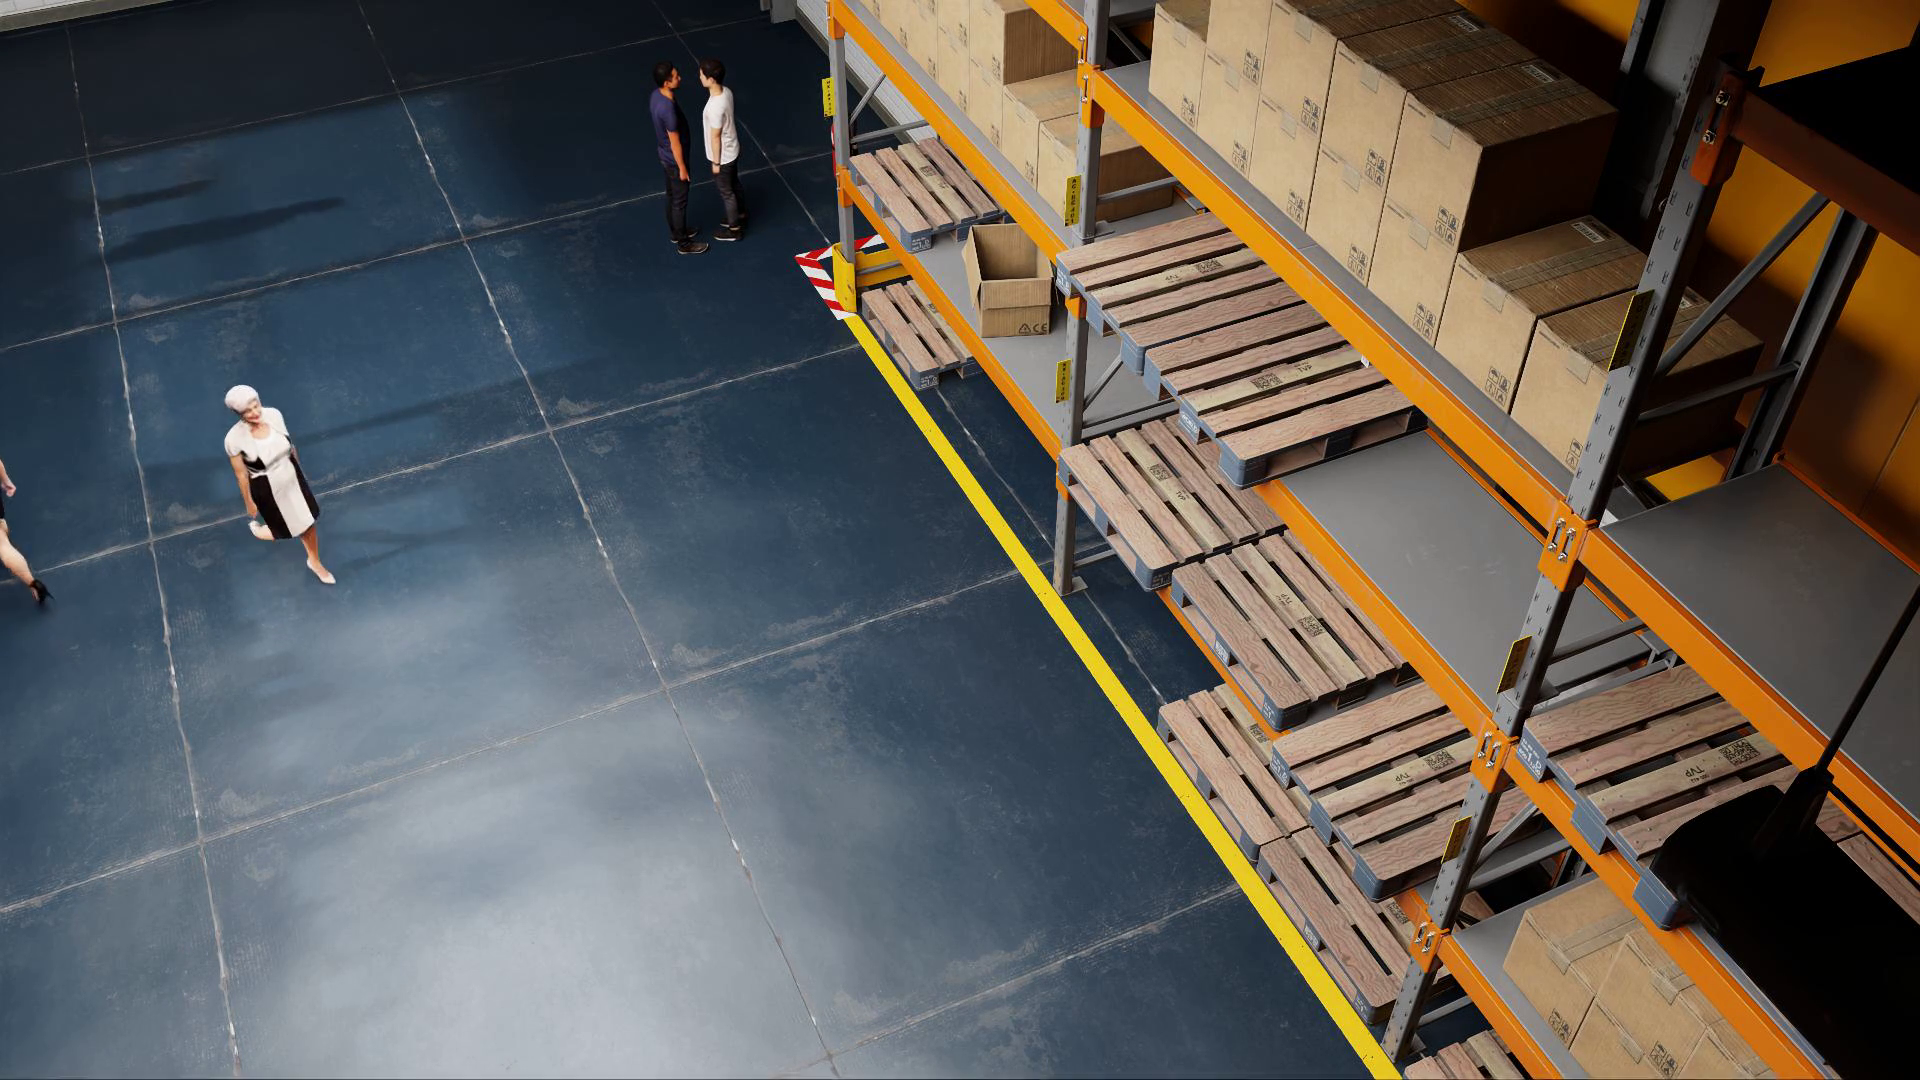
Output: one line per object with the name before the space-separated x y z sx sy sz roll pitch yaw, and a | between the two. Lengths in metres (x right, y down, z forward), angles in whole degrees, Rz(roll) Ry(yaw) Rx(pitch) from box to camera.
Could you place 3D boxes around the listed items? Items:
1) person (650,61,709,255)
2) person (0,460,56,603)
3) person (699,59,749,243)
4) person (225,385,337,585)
person | -2.502 -3.343 14.503 0.704 1.793 0.465 -16 46 -16
person | -6.646 -0.229 11.322 1.167 1.672 0.995 26 49 24
person | -2.080 -3.441 14.660 0.750 1.718 0.629 2 44 3
person | -4.757 -0.388 11.440 1.028 1.740 0.905 22 48 22
